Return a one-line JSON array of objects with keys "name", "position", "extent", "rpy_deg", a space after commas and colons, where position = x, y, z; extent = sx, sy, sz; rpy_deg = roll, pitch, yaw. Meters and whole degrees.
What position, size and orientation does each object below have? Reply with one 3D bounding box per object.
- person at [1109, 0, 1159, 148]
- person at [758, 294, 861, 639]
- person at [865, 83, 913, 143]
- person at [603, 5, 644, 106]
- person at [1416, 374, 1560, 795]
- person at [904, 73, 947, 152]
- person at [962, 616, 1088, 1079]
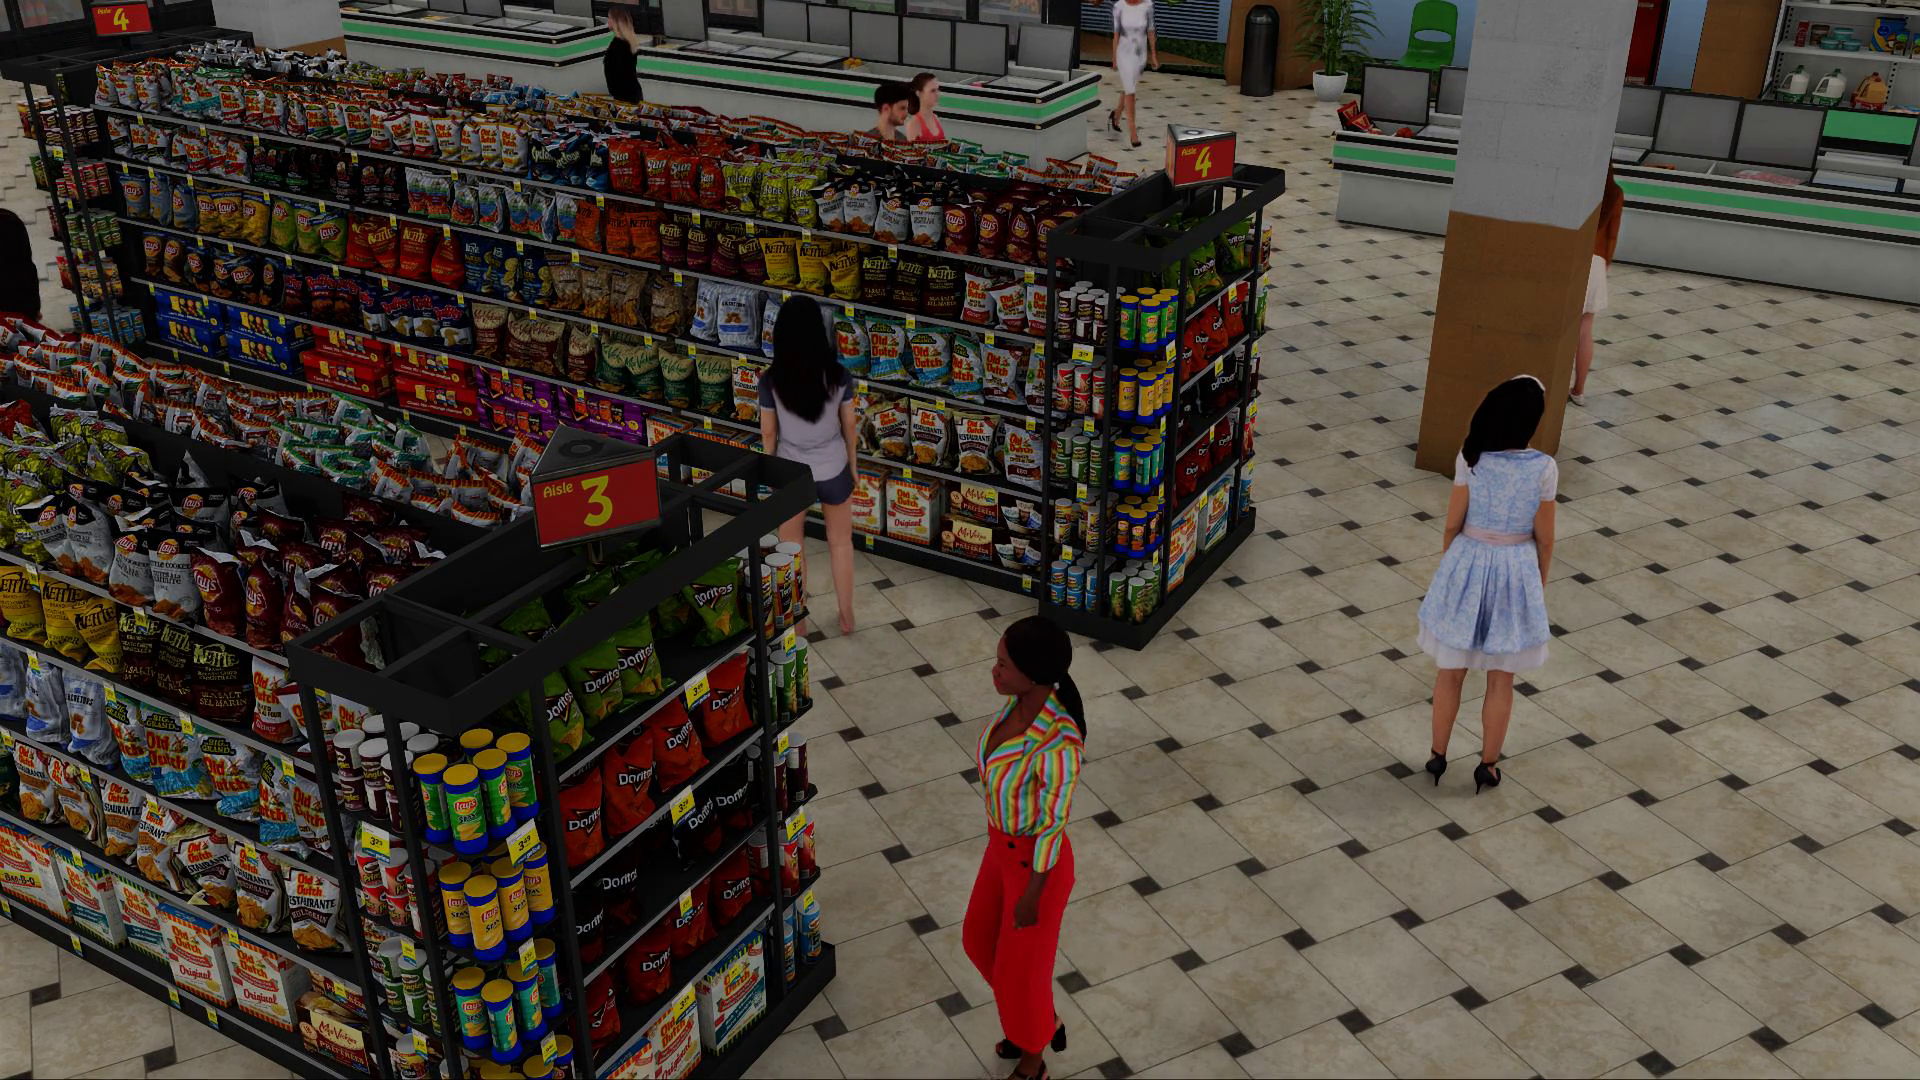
[{"name": "person", "position": [1.704, -4.881, 16.799], "extent": [1.045, 1.709, 1.128], "rpy_deg": [-8, 28, -16]}, {"name": "person", "position": [-0.695, -0.324, 7.816], "extent": [0.664, 1.707, 0.739], "rpy_deg": [-6, 27, -11]}, {"name": "person", "position": [-0.628, -2.099, 11.122], "extent": [0.731, 1.881, 0.708], "rpy_deg": [15, 31, 27]}, {"name": "person", "position": [-2.908, -3.916, 14.939], "extent": [0.747, 1.671, 0.728], "rpy_deg": [2, 27, 3]}, {"name": "person", "position": [2.117, 0.203, 6.655], "extent": [0.676, 1.817, 0.772], "rpy_deg": [12, 29, 22]}, {"name": "person", "position": [-0.327, -2.499, 12.105], "extent": [1.194, 1.705, 0.642], "rpy_deg": [17, 32, 30]}, {"name": "person", "position": [0.251, 1.017, 5.080], "extent": [0.784, 1.789, 0.715], "rpy_deg": [-9, 28, -16]}]
